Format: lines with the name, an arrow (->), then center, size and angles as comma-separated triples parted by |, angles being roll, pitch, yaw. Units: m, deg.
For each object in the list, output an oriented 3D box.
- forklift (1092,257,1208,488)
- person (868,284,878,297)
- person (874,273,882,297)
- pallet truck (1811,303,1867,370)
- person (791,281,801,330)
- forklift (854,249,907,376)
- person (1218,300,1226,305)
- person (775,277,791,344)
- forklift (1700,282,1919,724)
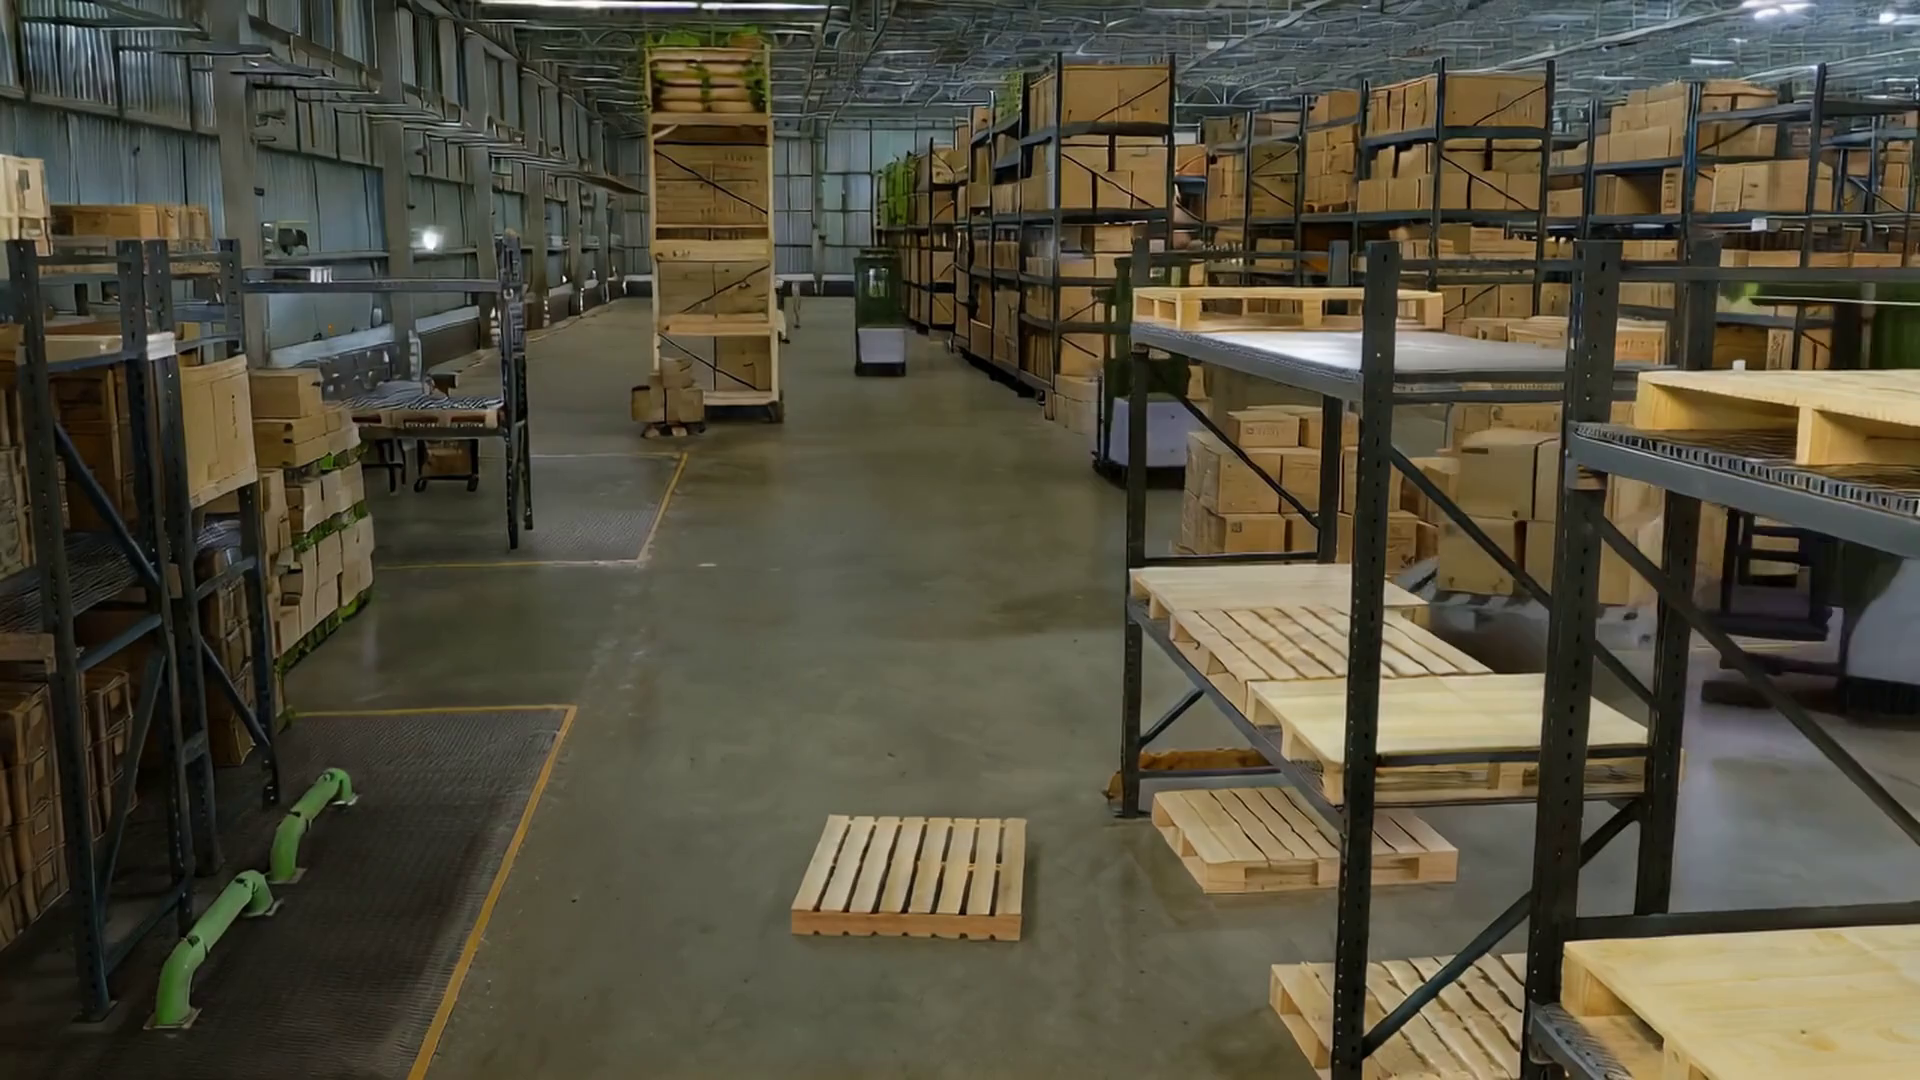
forklift -> 2.401, -2.139, 20.784 | 1.129, 2.768, 1.873 | -1, 10, -6
person -> -2.399, -6.124, 45.772 | 0.445, 1.829, 0.651 | 2, 10, 10
person -> -2.841, -8.206, 57.073 | 0.393, 1.919, 0.590 | -1, 10, -4
pallet truck -> 15.846, -3.142, 28.793 | 1.885, 1.965, 0.823 | 2, 10, 12
person -> -5.570, -7.961, 56.497 | 0.286, 1.636, 0.500 | -6, 12, -32
forklift -> -1.807, -5.153, 37.487 | 1.129, 2.768, 1.873 | -1, 10, -6
person -> 9.706, -8.845, 61.449 | 0.369, 1.617, 0.545 | -3, 11, -16
person -> -5.386, -6.712, 48.652 | 0.802, 1.968, 0.622 | -2, 10, -9
forklift -> 5.920, -0.302, 10.605 | 1.873, 2.768, 1.129 | 6, 12, 30
